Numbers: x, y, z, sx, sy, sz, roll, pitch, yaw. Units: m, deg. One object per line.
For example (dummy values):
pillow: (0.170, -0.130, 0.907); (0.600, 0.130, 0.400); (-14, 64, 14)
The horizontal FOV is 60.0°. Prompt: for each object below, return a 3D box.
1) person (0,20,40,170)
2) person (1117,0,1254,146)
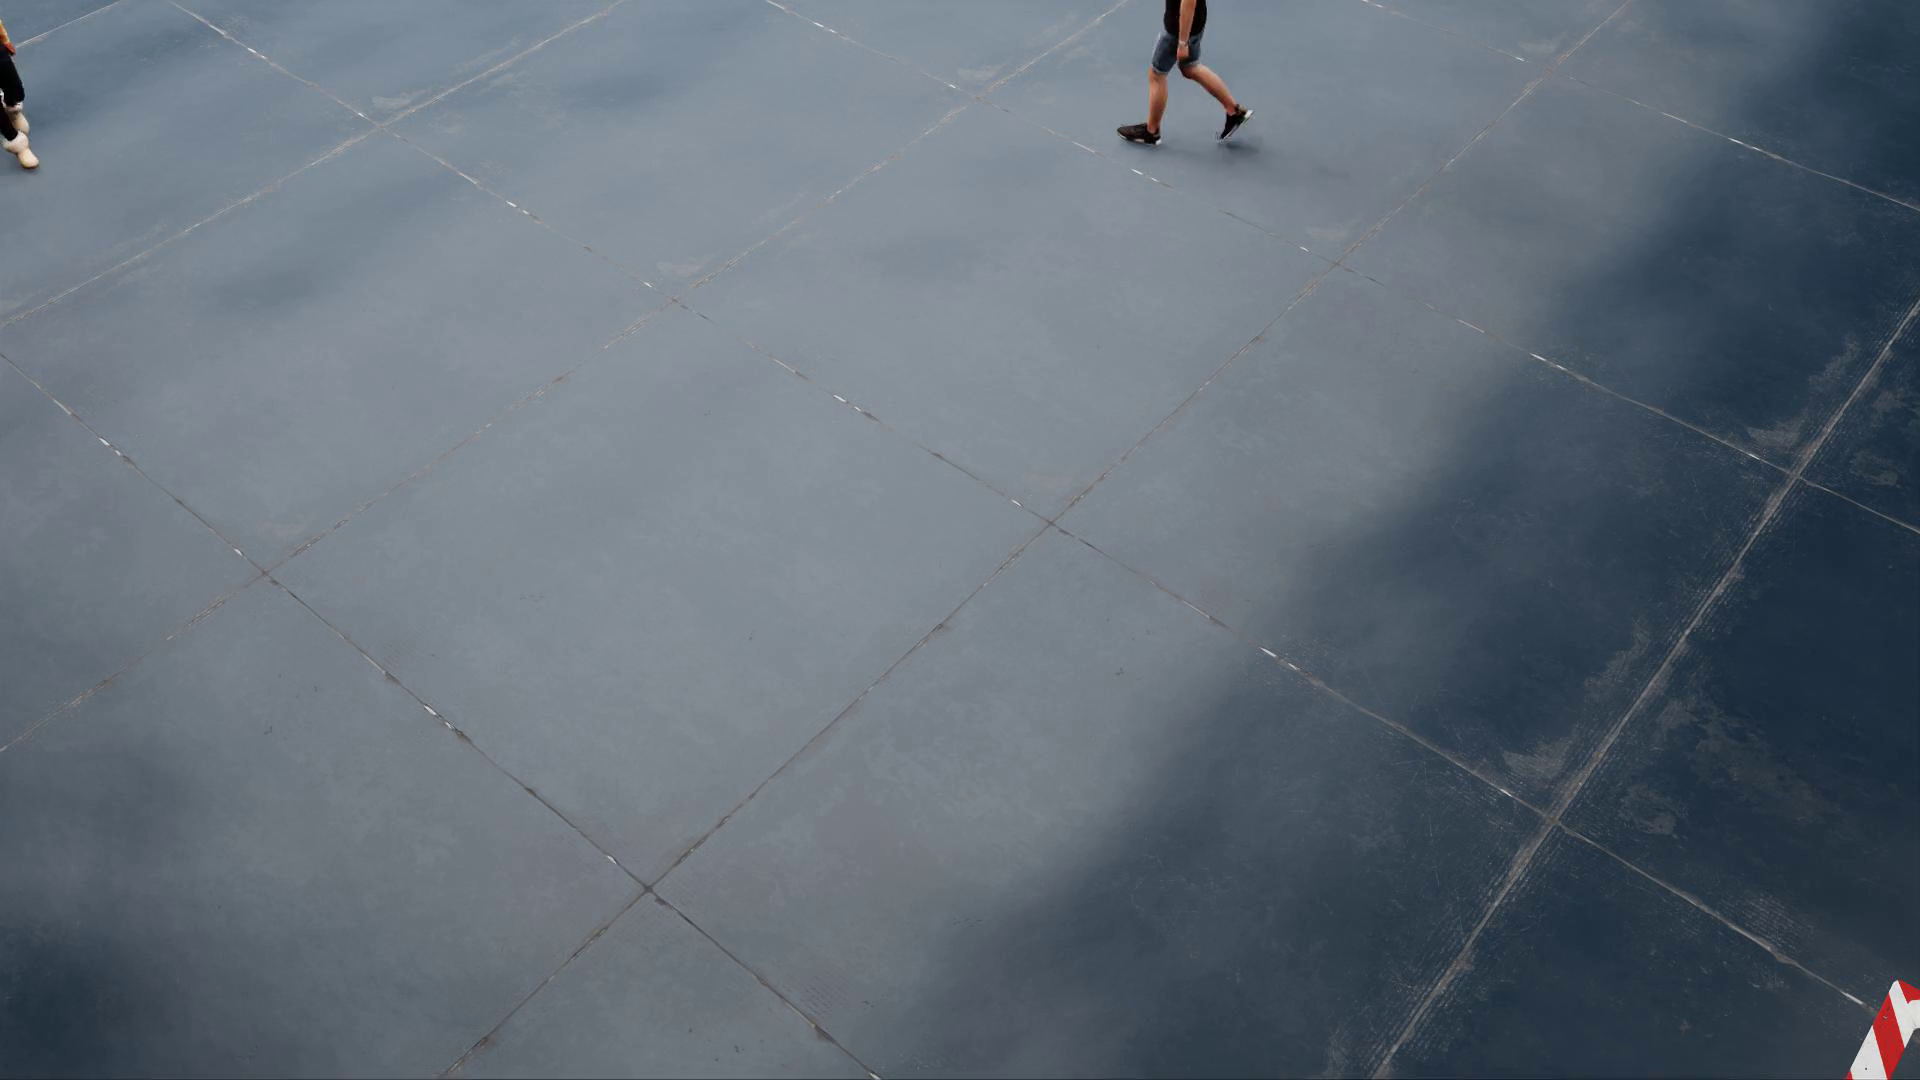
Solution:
person: (-6.506, -3.249, 10.947); (0.668, 1.647, 0.823); (-33, 55, -27)
person: (1.571, -3.395, 10.963); (1.232, 1.823, 0.963); (12, 48, 11)
